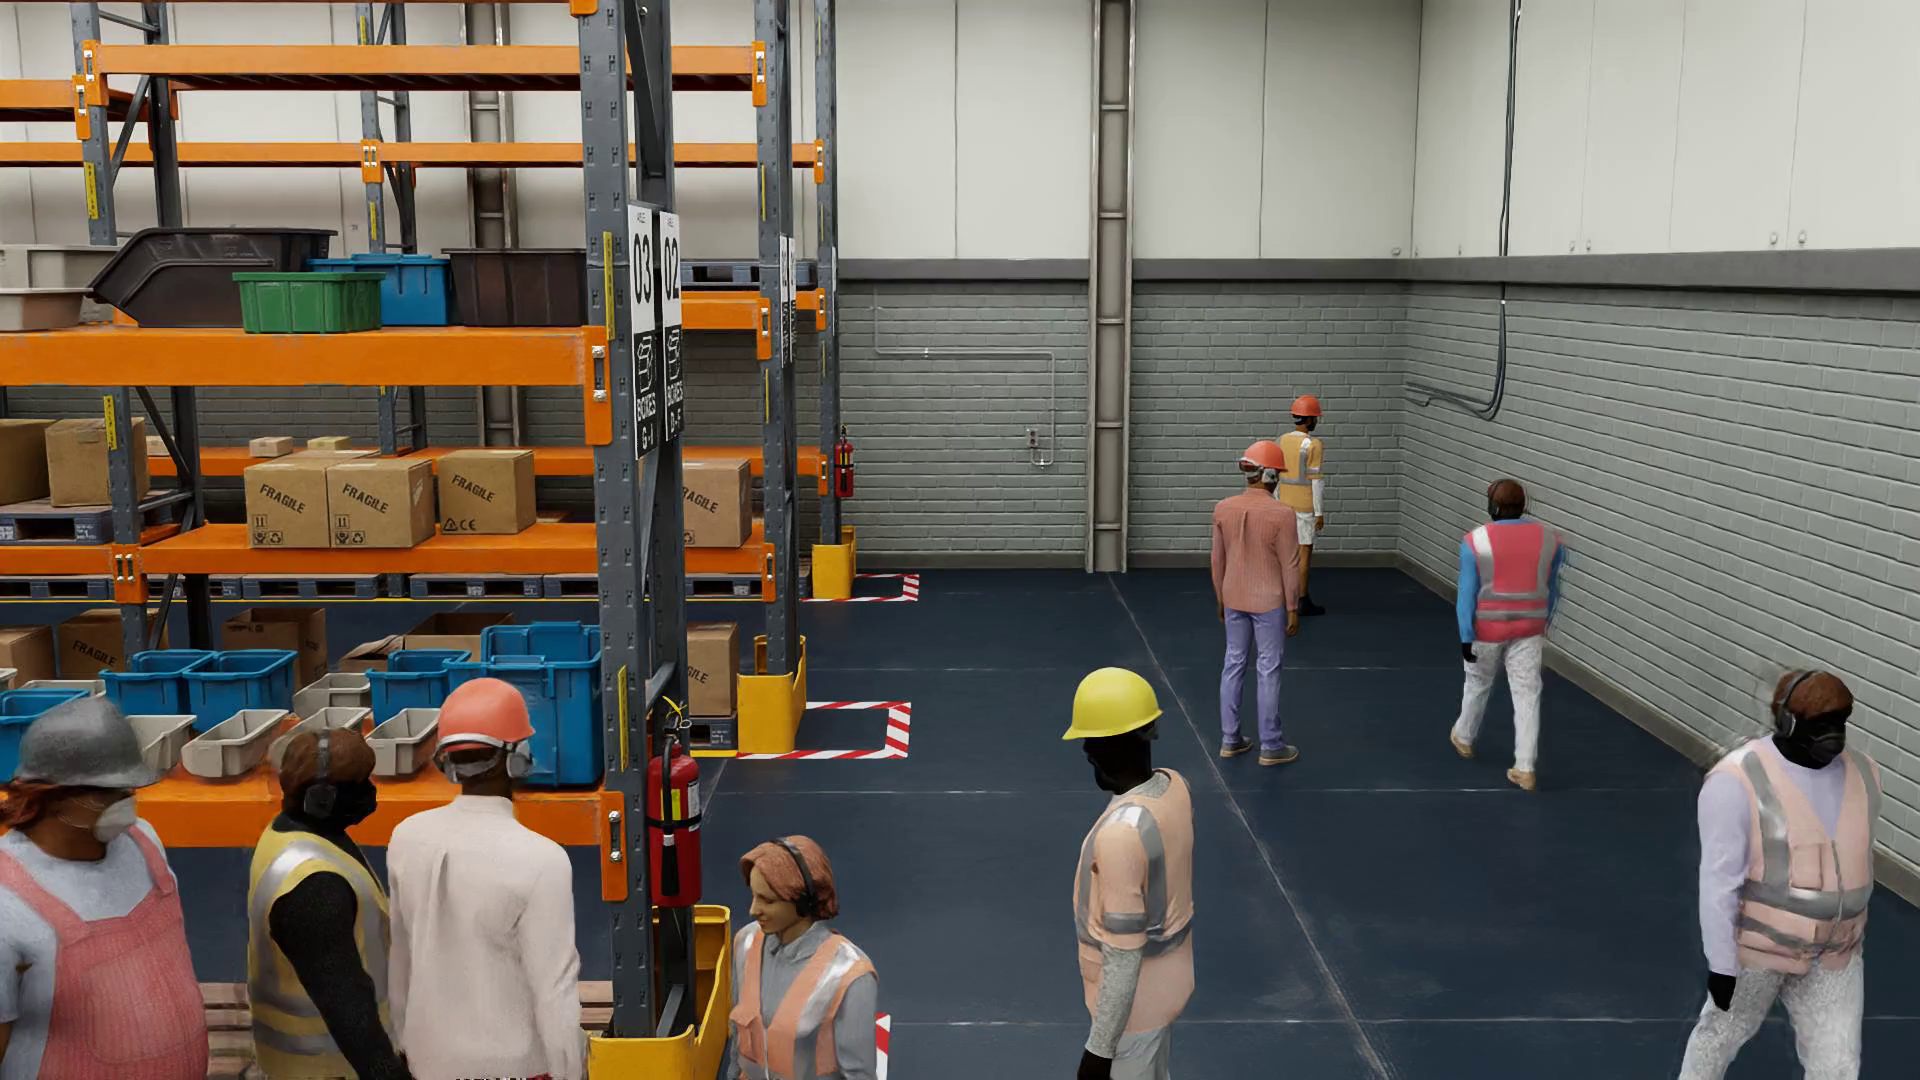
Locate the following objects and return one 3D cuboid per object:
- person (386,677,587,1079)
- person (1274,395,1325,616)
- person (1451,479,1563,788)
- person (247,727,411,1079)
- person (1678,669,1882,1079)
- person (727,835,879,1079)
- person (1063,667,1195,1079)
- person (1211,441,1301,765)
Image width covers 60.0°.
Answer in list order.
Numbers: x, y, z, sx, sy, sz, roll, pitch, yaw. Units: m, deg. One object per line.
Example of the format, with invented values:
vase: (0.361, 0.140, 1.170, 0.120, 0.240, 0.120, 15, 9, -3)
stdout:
person: (-1.229, 1.350, 4.355, 0.655, 1.972, 0.512, 5, 11, 30)
person: (3.000, -0.304, 14.607, 0.371, 1.935, 0.551, -6, 11, -34)
person: (3.262, 0.521, 9.994, 0.622, 1.792, 0.963, 0, 9, 2)
person: (-1.655, 1.397, 4.607, 0.817, 1.805, 0.646, -3, 10, -20)
person: (2.643, 1.282, 5.341, 0.646, 1.793, 0.977, -1, 9, -9)
person: (-0.395, 1.538, 4.259, 0.524, 1.630, 0.313, 8, 12, 41)
person: (0.473, 1.307, 4.788, 0.380, 1.917, 0.585, 4, 10, 21)
person: (1.836, 0.383, 10.240, 0.608, 1.986, 0.391, 9, 13, 43)
